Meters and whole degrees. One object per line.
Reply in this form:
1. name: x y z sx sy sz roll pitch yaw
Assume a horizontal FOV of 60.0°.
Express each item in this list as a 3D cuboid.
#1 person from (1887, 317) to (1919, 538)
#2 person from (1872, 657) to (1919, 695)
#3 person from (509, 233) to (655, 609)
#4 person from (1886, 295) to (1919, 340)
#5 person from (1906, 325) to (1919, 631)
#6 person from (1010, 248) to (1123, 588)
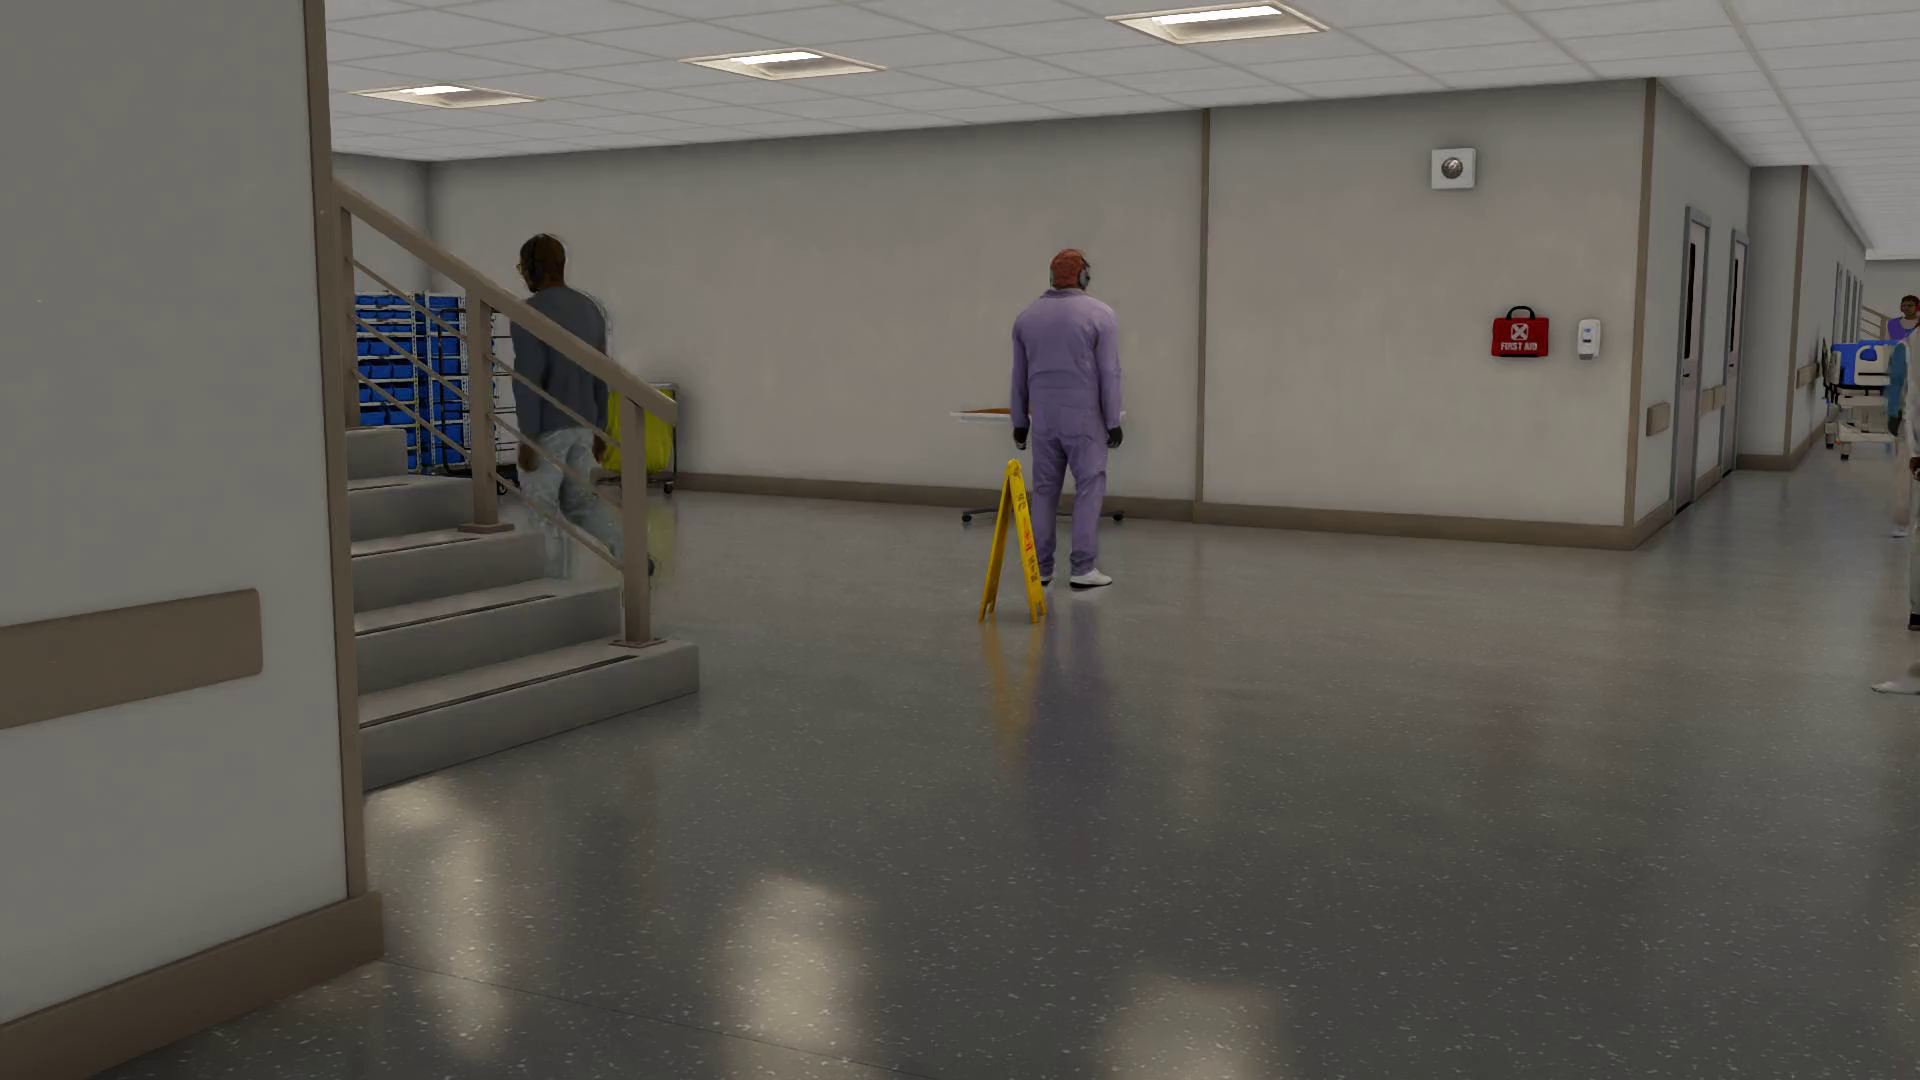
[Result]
1. person: 6.629 -0.818 11.472 0.556 1.622 0.332 -1 7 -5
2. person: 4.108 -0.153 6.466 0.828 1.600 0.512 4 9 31
3. person: -1.901 -0.532 8.131 0.701 1.917 0.629 3 8 25
4. person: 12.140 -2.210 21.307 0.572 1.843 0.373 7 10 44
5. person: 4.715 -0.441 7.793 0.403 1.824 0.592 -3 8 -19
6. person: 0.601 -0.680 9.354 0.666 1.896 0.397 5 9 34
